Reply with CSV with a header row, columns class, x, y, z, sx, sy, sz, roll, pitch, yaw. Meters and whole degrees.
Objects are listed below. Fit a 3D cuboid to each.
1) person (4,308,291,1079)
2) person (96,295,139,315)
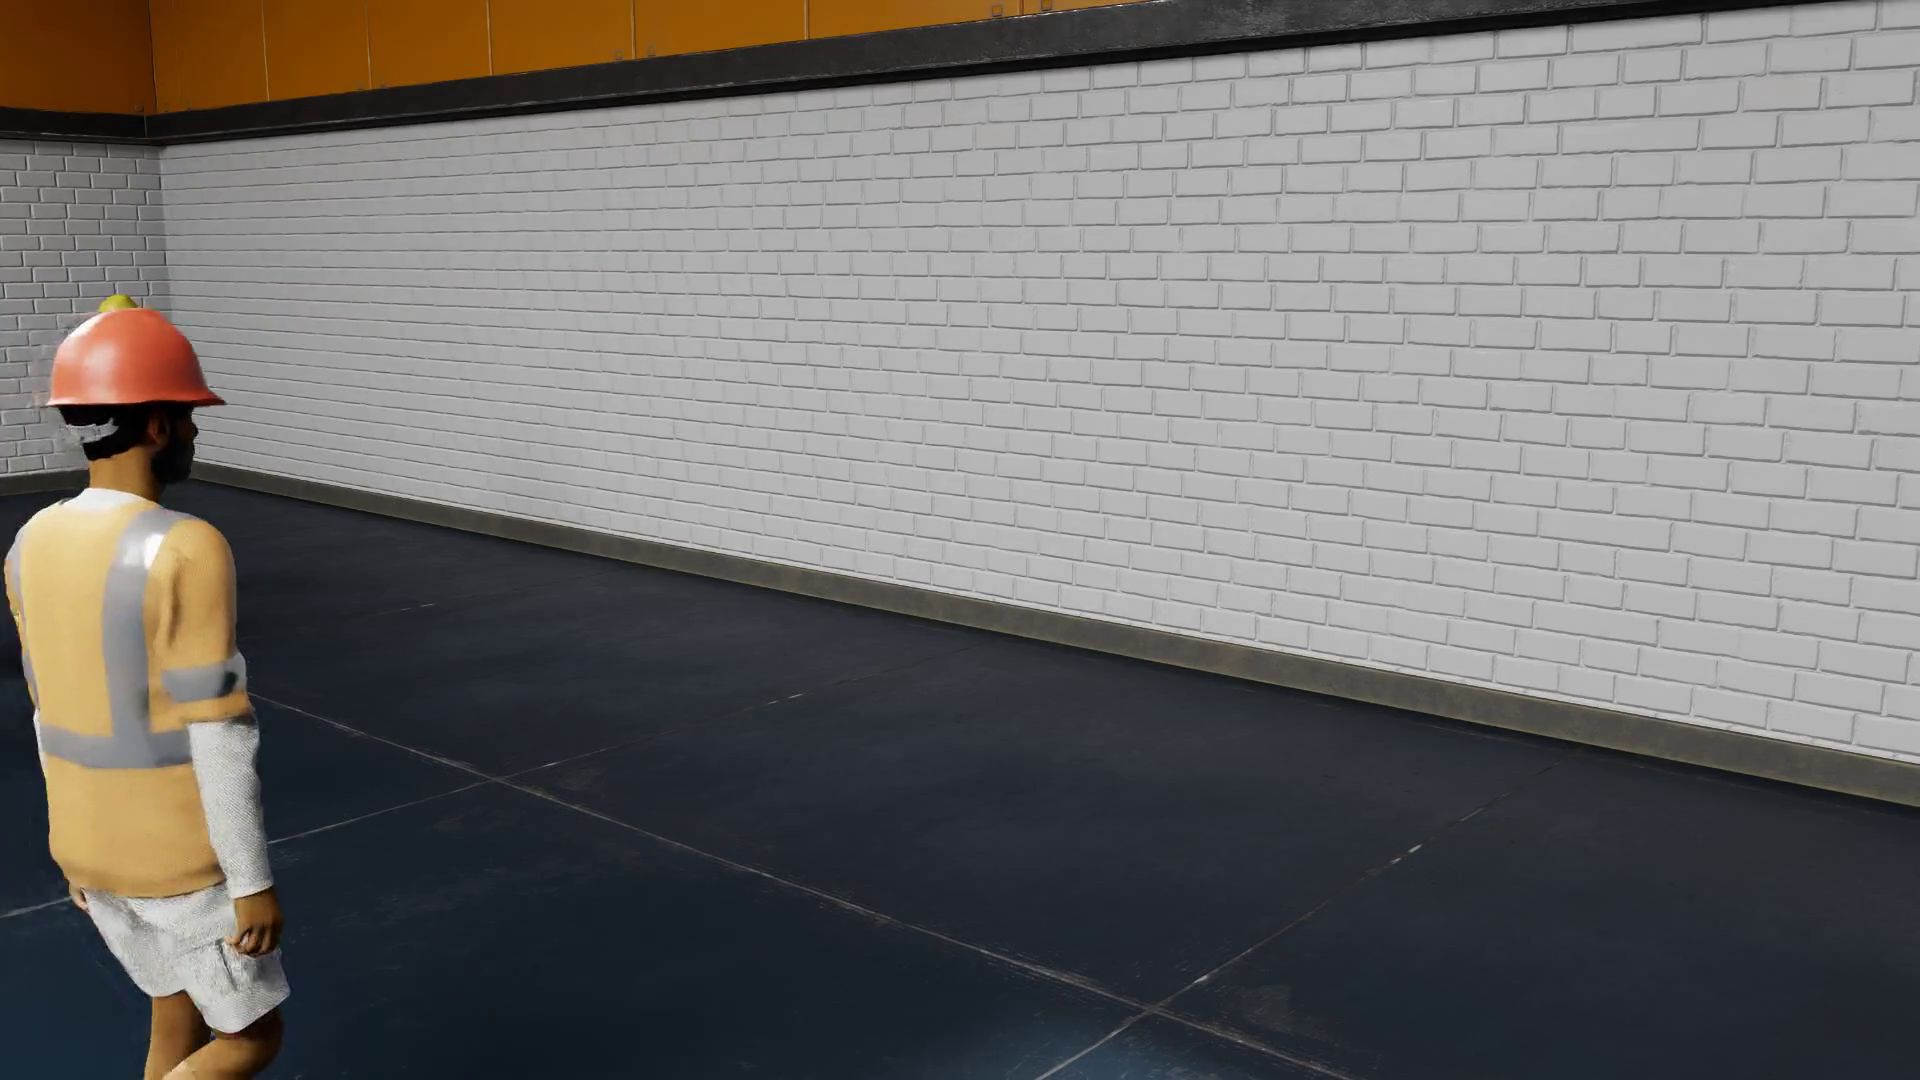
class,x,y,z,sx,sy,sz,roll,pitch,yaw
person,-1.503,0.550,3.002,0.561,1.917,0.607,6,12,32
person,-4.636,-0.478,9.286,0.328,1.767,0.530,2,10,9
